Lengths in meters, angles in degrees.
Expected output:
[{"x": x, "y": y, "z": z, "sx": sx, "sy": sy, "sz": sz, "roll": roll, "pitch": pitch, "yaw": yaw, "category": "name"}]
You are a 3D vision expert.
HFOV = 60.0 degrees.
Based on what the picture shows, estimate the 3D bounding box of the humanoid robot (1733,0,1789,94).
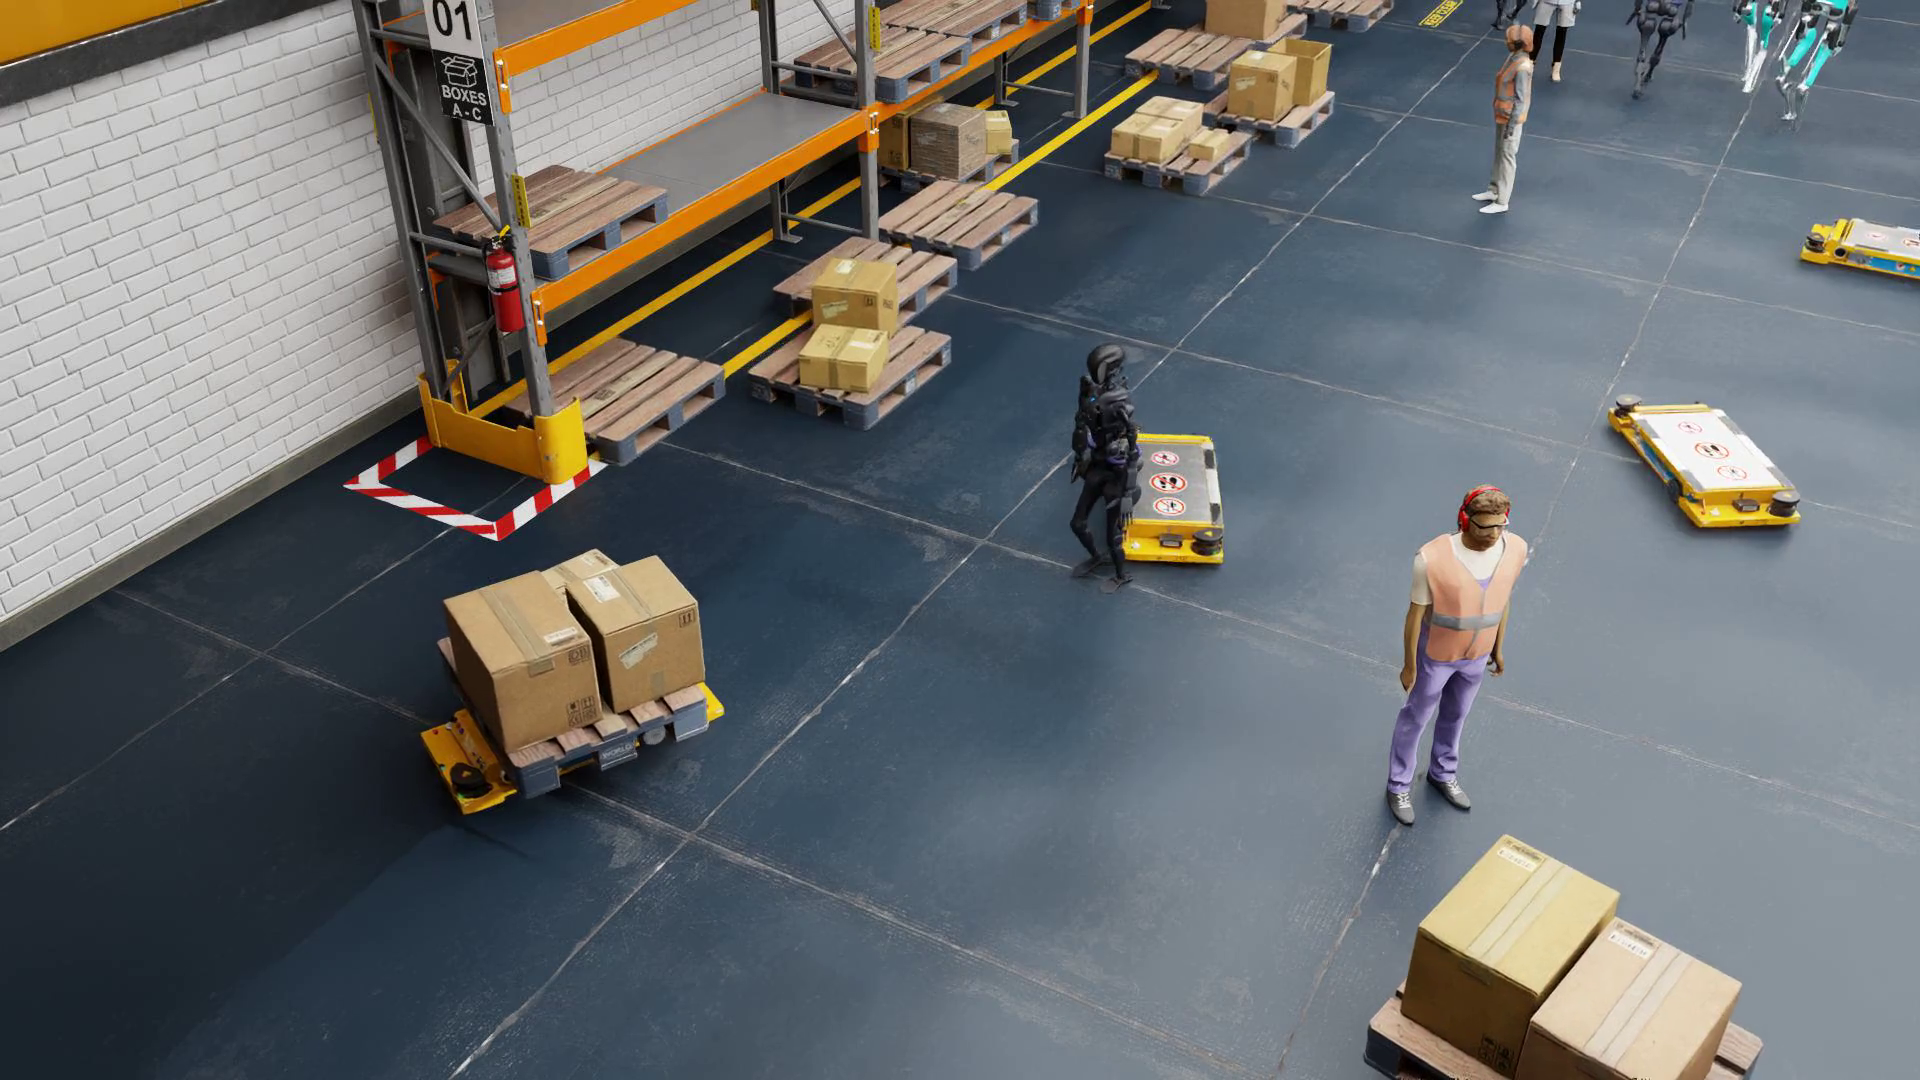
[{"x": 8.300, "y": -5.520, "z": 17.181, "sx": 0.545, "sy": 1.766, "sz": 0.869, "roll": 22, "pitch": 40, "yaw": 30, "category": "humanoid robot"}]

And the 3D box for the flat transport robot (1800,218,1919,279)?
[{"x": 7.766, "y": -2.355, "z": 13.712, "sx": 1.431, "sy": 0.231, "sz": 0.659, "roll": 19, "pitch": 38, "yaw": 26, "category": "flat transport robot"}]

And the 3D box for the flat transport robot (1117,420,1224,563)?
[{"x": 1.310, "y": -0.318, "z": 10.630, "sx": 0.659, "sy": 0.231, "sz": 1.431, "roll": 2, "pitch": 34, "yaw": 3, "category": "flat transport robot"}]

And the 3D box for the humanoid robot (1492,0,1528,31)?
[{"x": 6.338, "y": -6.638, "z": 18.914, "sx": 0.613, "sy": 1.643, "sz": 0.363, "roll": -4, "pitch": 34, "yaw": -6, "category": "humanoid robot"}]

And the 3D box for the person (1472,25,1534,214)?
[{"x": 4.754, "y": -3.647, "z": 14.422, "sx": 0.313, "sy": 1.638, "sz": 0.514, "roll": 4, "pitch": 34, "yaw": 6, "category": "person"}]

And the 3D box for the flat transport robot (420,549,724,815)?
[{"x": -2.031, "y": 0.936, "z": 8.732, "sx": 1.431, "sy": 0.231, "sz": 0.659, "roll": -20, "pitch": 38, "yaw": -27, "category": "flat transport robot"}]

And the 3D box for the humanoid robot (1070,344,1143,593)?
[{"x": 0.863, "y": -0.398, "z": 9.484, "sx": 0.392, "sy": 1.643, "sz": 0.589, "roll": -20, "pitch": 38, "yaw": -27, "category": "humanoid robot"}]

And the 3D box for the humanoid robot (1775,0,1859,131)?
[{"x": 8.288, "y": -4.846, "z": 16.222, "sx": 0.657, "sy": 1.885, "sz": 0.542, "roll": -21, "pitch": 39, "yaw": -29, "category": "humanoid robot"}]

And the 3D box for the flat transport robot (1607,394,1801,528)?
[{"x": 4.883, "y": -0.538, "z": 10.963, "sx": 0.659, "sy": 0.231, "sz": 1.431, "roll": -3, "pitch": 34, "yaw": -4, "category": "flat transport robot"}]

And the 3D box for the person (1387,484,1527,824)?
[{"x": 2.345, "y": 0.526, "z": 7.922, "sx": 0.565, "sy": 1.846, "sz": 0.390, "roll": -10, "pitch": 35, "yaw": -15, "category": "person"}]

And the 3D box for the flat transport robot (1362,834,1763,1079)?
[{"x": 2.409, "y": 2.224, "z": 6.783, "sx": 0.659, "sy": 0.231, "sz": 1.431, "roll": 27, "pitch": 42, "yaw": 35, "category": "flat transport robot"}]

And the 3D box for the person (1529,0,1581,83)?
[{"x": 6.254, "y": -5.659, "z": 17.413, "sx": 0.539, "sy": 1.695, "sz": 0.317, "roll": 9, "pitch": 34, "yaw": 13, "category": "person"}]

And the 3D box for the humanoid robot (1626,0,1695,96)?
[{"x": 7.209, "y": -5.415, "z": 17.121, "sx": 0.609, "sy": 1.623, "sz": 0.788, "roll": 16, "pitch": 37, "yaw": 23, "category": "humanoid robot"}]
